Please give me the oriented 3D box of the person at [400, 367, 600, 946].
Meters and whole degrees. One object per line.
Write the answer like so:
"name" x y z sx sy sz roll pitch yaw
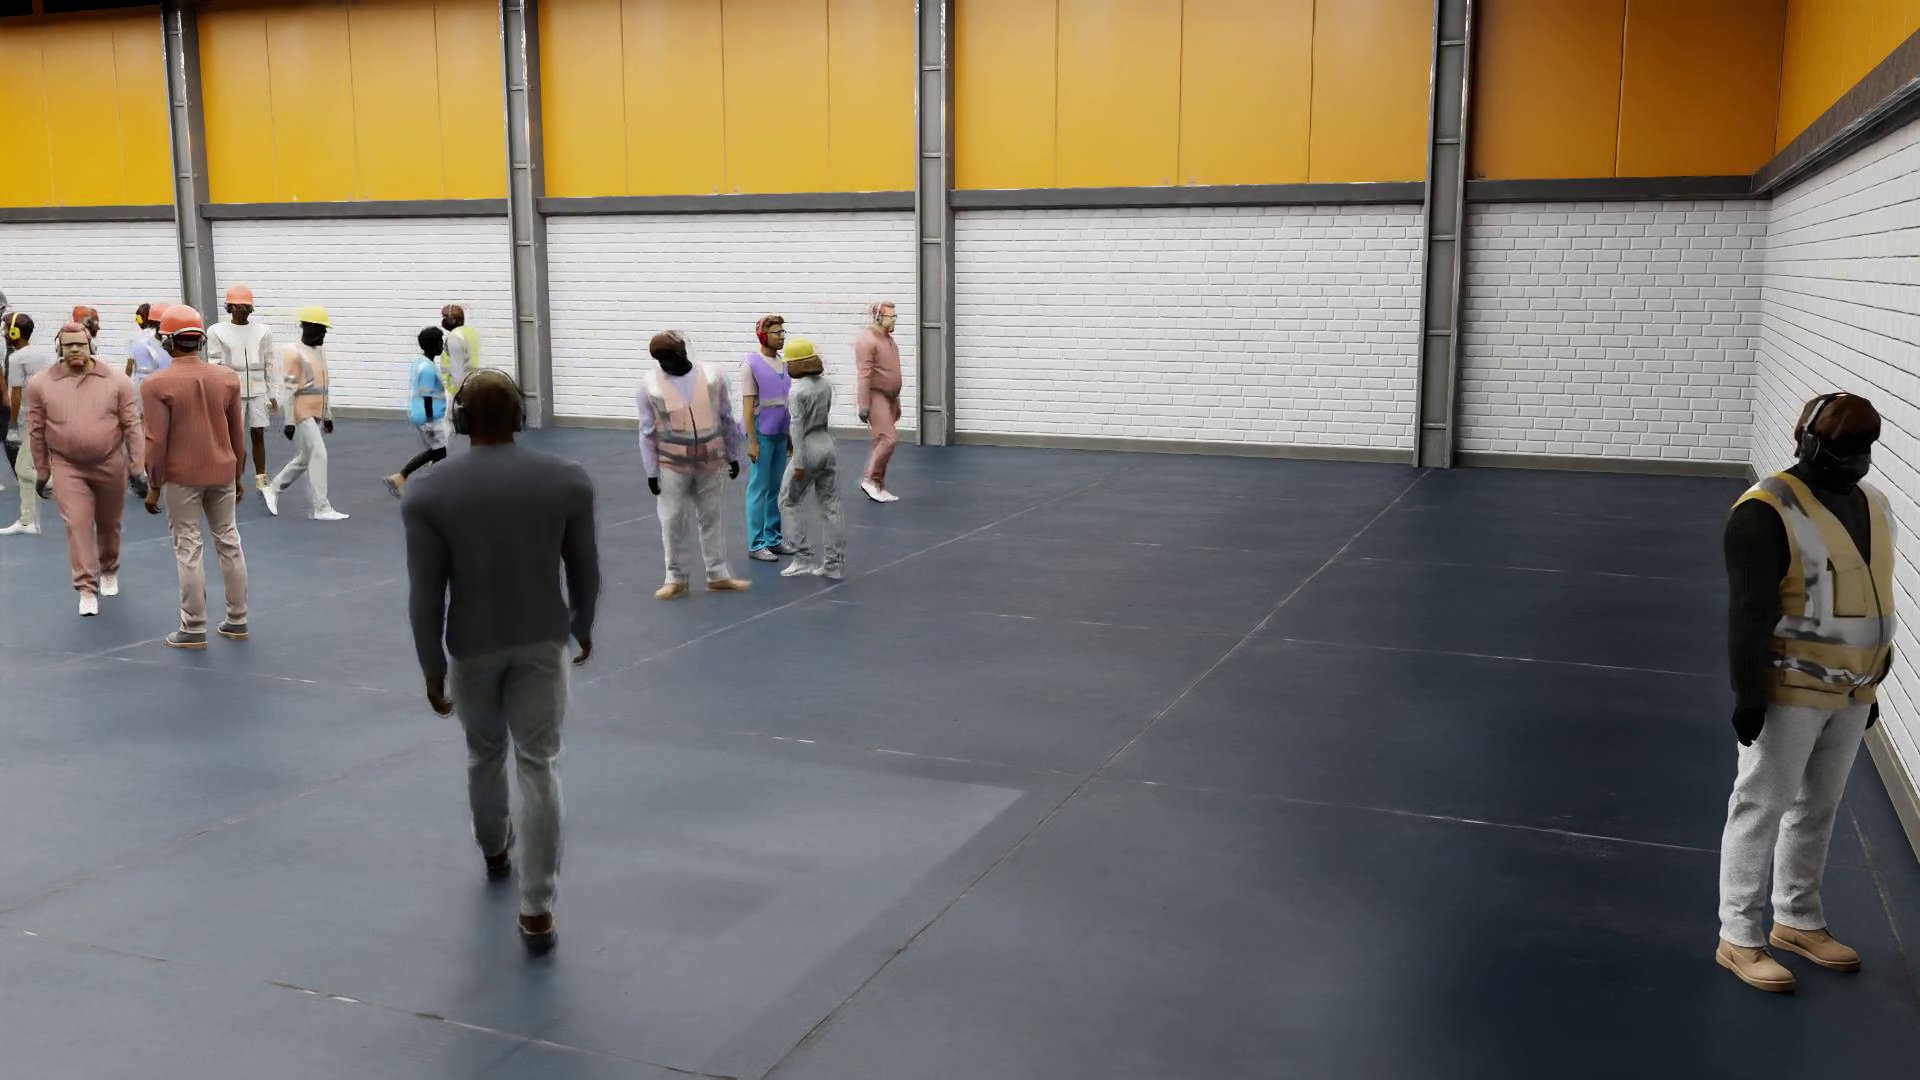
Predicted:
"person" -1.548 0.359 5.684 0.635 1.882 1.059 -2 10 -14

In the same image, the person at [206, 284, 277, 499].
"person" -6.825 -1.409 15.868 0.608 2.046 0.368 -8 12 -38

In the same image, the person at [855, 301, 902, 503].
"person" -0.718 -1.281 15.553 0.439 1.890 0.677 4 10 21

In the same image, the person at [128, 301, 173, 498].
"person" -7.521 -1.291 15.622 0.910 1.907 0.541 5 11 29

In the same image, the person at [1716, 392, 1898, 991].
"person" 2.637 0.461 5.155 0.633 1.839 0.429 -5 10 -27

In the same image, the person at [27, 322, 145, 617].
"person" -5.695 -0.492 10.878 0.654 1.866 0.971 -5 11 -28

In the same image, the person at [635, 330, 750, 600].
"person" -1.749 -0.494 11.094 0.761 1.810 0.433 -4 10 -22

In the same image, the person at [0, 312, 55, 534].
"person" -7.562 -0.944 13.649 0.749 1.847 0.521 -2 10 -9

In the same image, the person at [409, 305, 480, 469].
"person" -5.481 -1.615 17.857 0.941 1.796 0.639 0 9 2

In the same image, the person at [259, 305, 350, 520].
"person" -5.810 -1.117 14.603 0.834 1.888 0.619 1 9 4

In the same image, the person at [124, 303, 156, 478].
"person" -8.405 -1.529 17.243 0.539 1.823 0.790 -7 12 -36

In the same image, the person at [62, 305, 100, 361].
"person" -8.081 -1.222 15.306 0.524 1.858 0.629 -2 10 -11

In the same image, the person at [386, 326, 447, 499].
"person" -4.903 -1.111 15.165 0.552 1.674 0.539 -4 10 -24

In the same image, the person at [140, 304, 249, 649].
"person" -4.454 -0.366 9.692 0.381 1.996 0.608 7 11 35

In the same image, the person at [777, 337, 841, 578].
"person" -1.079 -0.574 11.799 0.554 1.716 0.514 6 11 34

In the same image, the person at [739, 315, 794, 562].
"person" -1.454 -0.774 12.607 0.390 1.850 0.562 5 10 26

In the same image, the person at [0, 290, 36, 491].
"person" -9.510 -1.506 16.467 0.602 2.000 0.680 -4 10 -24
